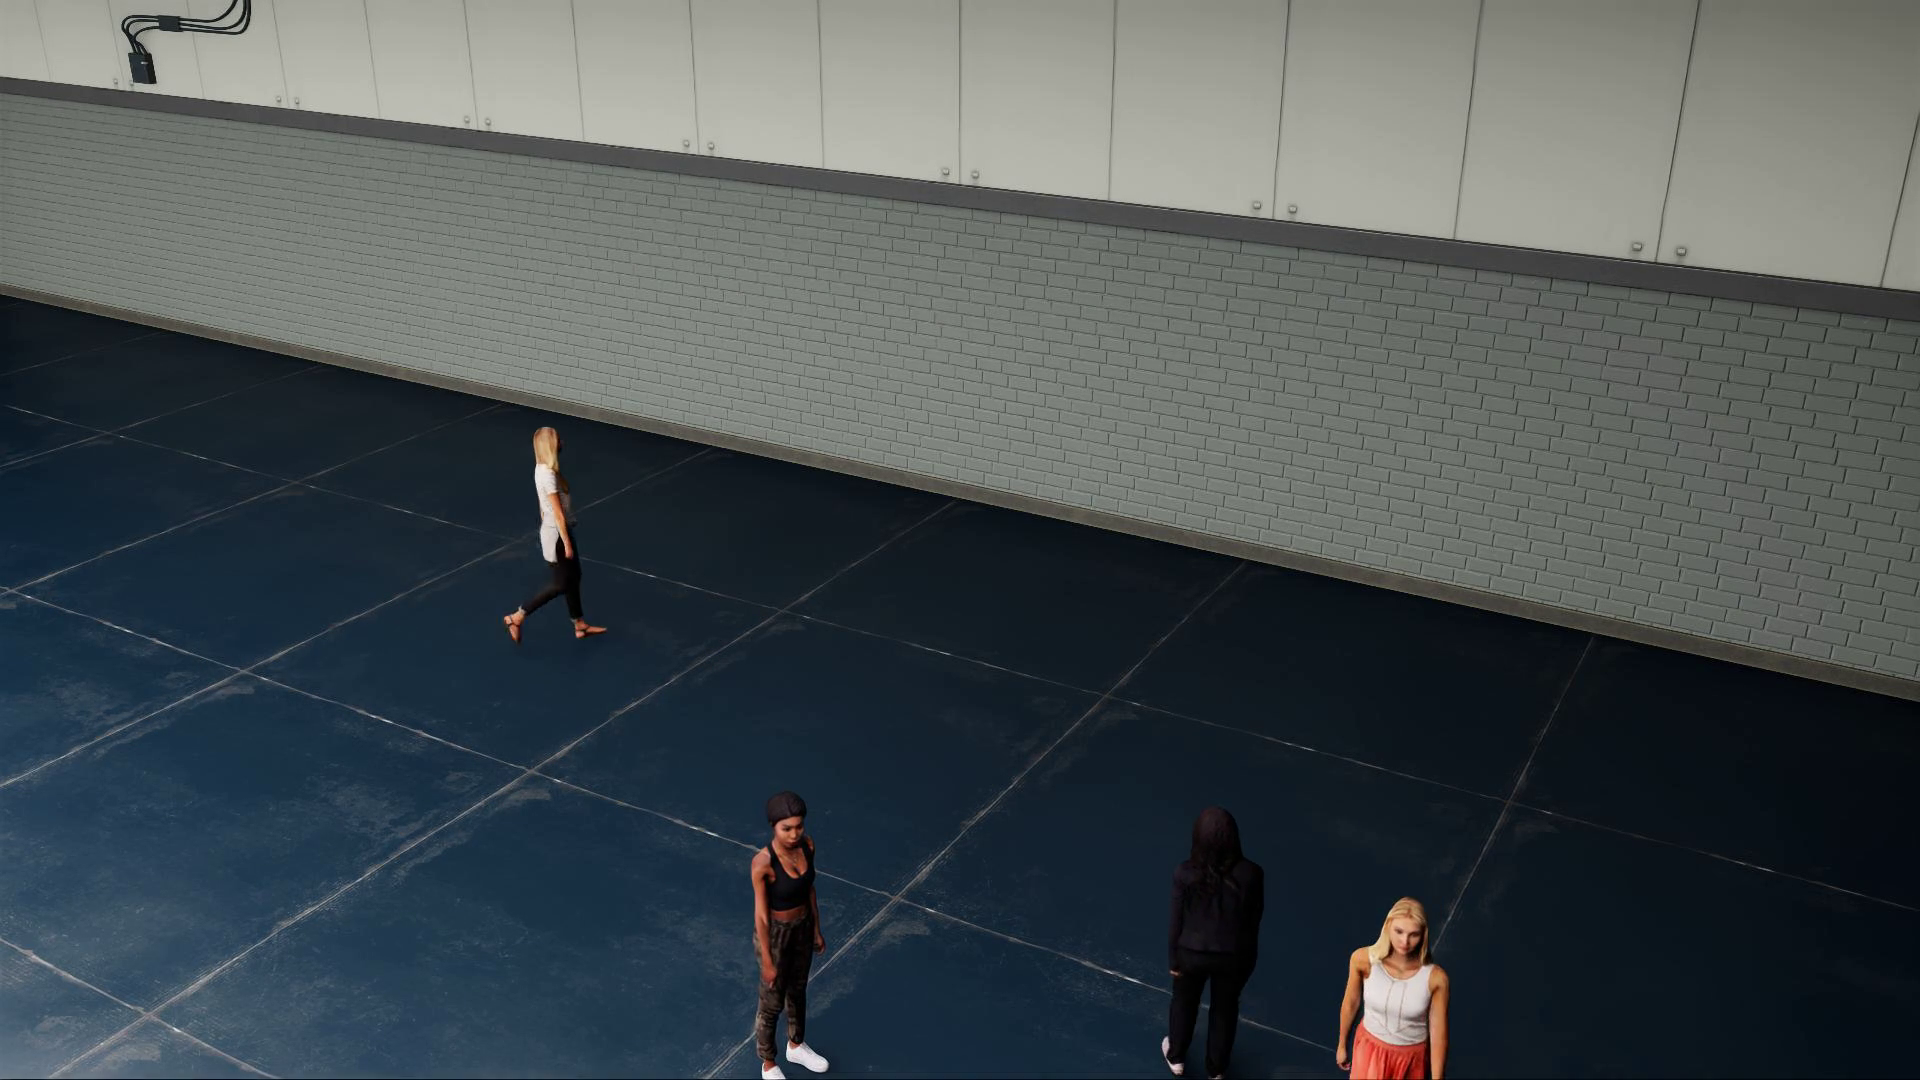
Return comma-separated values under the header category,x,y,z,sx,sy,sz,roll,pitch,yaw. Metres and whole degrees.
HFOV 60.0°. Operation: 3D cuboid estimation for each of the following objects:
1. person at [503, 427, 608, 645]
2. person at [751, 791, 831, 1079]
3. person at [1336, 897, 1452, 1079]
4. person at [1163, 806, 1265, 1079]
category,x,y,z,sx,sy,sz,roll,pitch,yaw
person,-3.241,0.014,13.014,1.108,1.808,1.001,-9,25,-20
person,-0.884,2.017,8.440,0.676,1.701,0.534,19,29,37
person,1.983,2.344,7.604,0.796,1.753,1.294,8,24,19
person,1.300,2.098,8.370,0.781,1.606,0.815,0,23,-1
